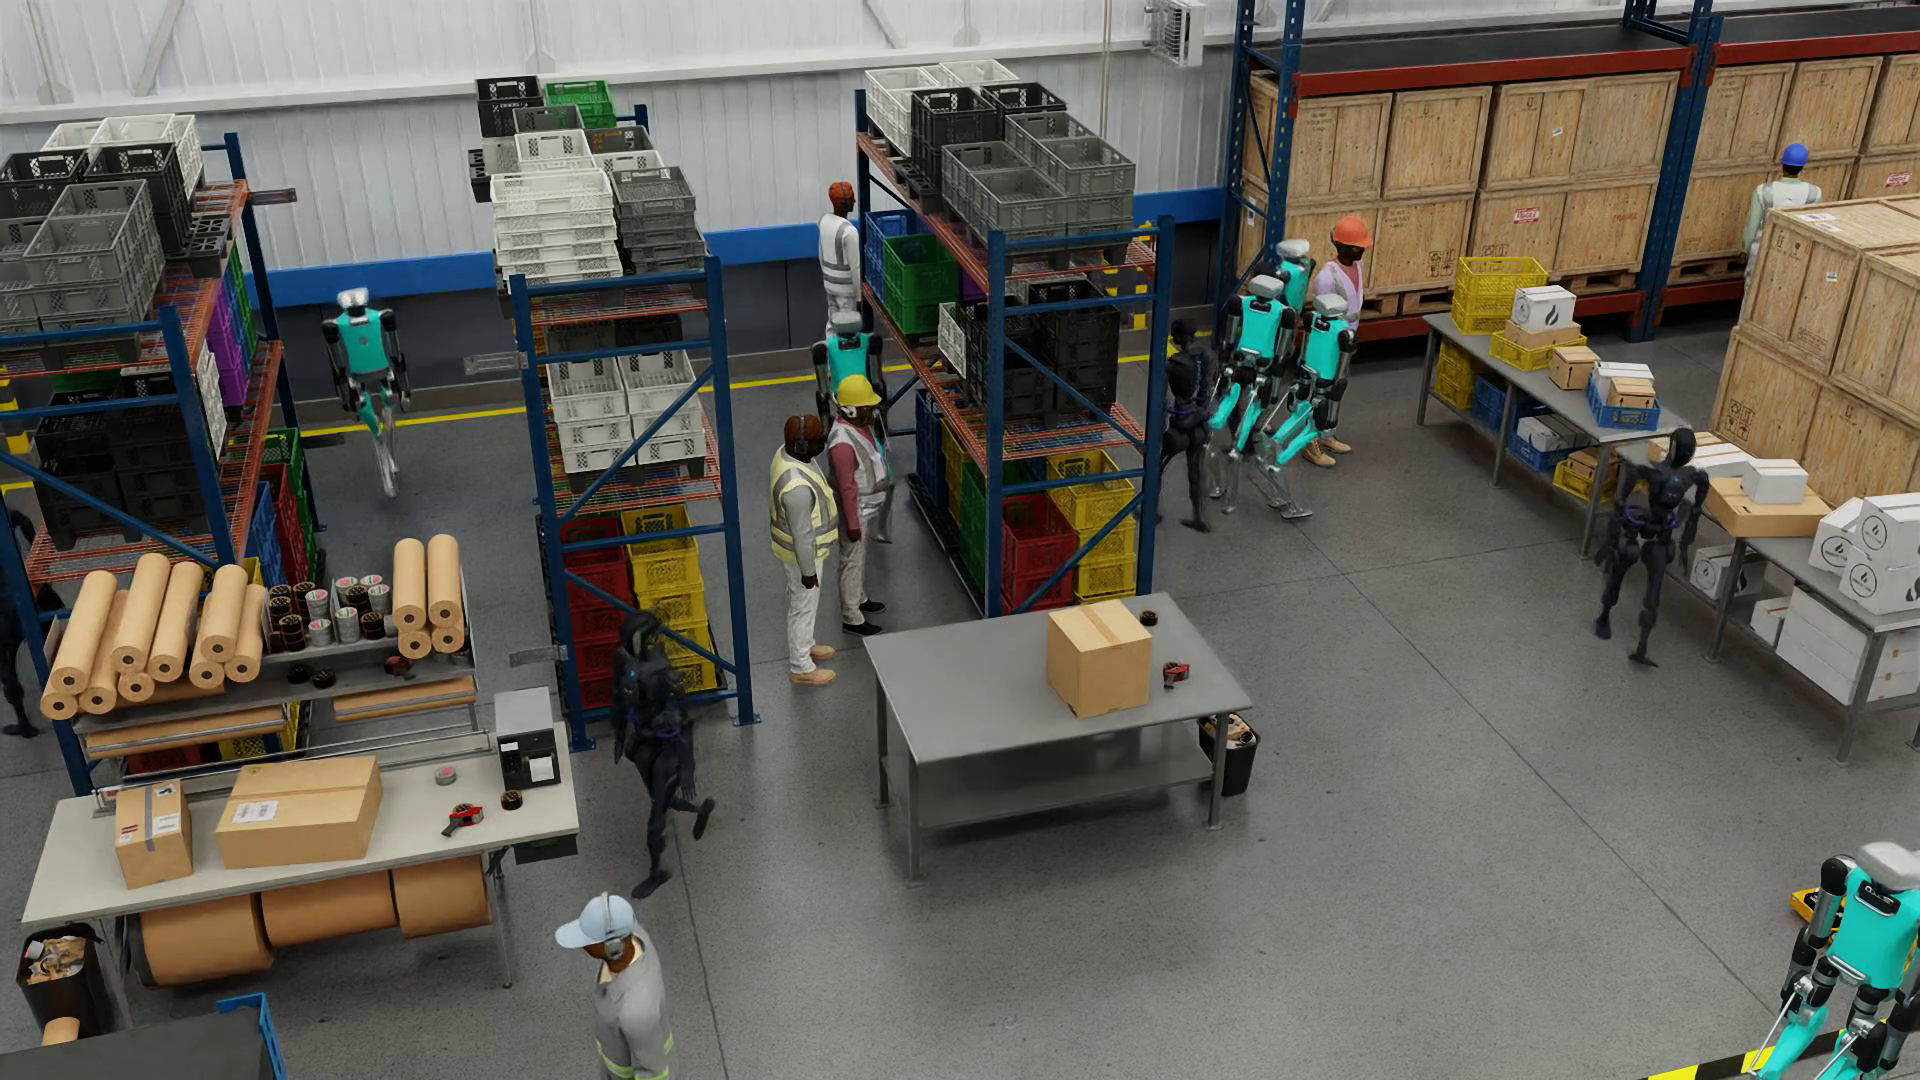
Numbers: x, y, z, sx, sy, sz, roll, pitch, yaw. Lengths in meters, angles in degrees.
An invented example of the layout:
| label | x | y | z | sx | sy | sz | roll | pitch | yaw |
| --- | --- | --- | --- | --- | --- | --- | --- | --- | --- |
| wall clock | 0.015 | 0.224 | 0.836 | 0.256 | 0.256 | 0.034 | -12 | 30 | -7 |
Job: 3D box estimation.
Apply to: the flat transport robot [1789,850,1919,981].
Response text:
| label | x | y | z | sx | sy | sz | roll | pitch | yaw |
| --- | --- | --- | --- | --- | --- | --- | --- | --- | --- |
| flat transport robot | 5.163 | 1.916 | 8.676 | 1.431 | 0.231 | 0.659 | -8 | 30 | -14 |

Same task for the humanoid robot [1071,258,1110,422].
| label | x | y | z | sx | sy | sz | roll | pitch | yaw |
| --- | --- | --- | --- | --- | --- | --- | --- | --- | --- |
| humanoid robot | 0.951 | -1.514 | 13.459 | 0.599 | 1.637 | 0.586 | -13 | 31 | -22 |

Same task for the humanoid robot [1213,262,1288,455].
| label | x | y | z | sx | sy | sz | roll | pitch | yaw |
| --- | --- | --- | --- | --- | --- | --- | --- | --- | --- |
| humanoid robot | 2.340 | -1.442 | 13.316 | 0.585 | 1.650 | 0.345 | -9 | 30 | -16 |

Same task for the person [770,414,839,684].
| label | x | y | z | sx | sy | sz | roll | pitch | yaw |
| --- | --- | --- | --- | --- | --- | --- | --- | --- | --- |
| person | -0.967 | 0.050 | 10.451 | 0.431 | 1.836 | 0.617 | -5 | 29 | -8 |

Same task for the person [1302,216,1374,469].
| label | x | y | z | sx | sy | sz | roll | pitch | yaw |
| --- | --- | --- | --- | --- | --- | --- | --- | --- | --- |
| person | 3.002 | -1.576 | 13.189 | 0.373 | 2.043 | 0.608 | 20 | 34 | 31 |

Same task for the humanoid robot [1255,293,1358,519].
| label | x | y | z | sx | sy | sz | roll | pitch | yaw |
| --- | --- | --- | --- | --- | --- | --- | --- | --- | --- |
| humanoid robot | 2.474 | -0.958 | 12.290 | 0.721 | 1.704 | 0.530 | -13 | 32 | -23 |

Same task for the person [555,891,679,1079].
| label | x | y | z | sx | sy | sz | roll | pitch | yaw |
| --- | --- | --- | --- | --- | --- | --- | --- | --- | --- |
| person | -1.321 | 2.139 | 6.626 | 0.396 | 1.850 | 0.597 | -9 | 30 | -16 |

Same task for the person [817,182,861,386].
| label | x | y | z | sx | sy | sz | roll | pitch | yaw |
| --- | --- | --- | --- | --- | --- | --- | --- | --- | --- |
| person | -1.002 | -2.190 | 14.471 | 0.356 | 1.882 | 0.573 | -20 | 34 | -32 |

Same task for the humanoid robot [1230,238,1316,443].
| label | x | y | z | sx | sy | sz | roll | pitch | yaw |
| --- | --- | --- | --- | --- | --- | --- | --- | --- | --- |
| humanoid robot | 2.456 | -1.666 | 13.600 | 0.714 | 1.733 | 0.535 | 22 | 36 | 34 |

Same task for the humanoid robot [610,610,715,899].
| label | x | y | z | sx | sy | sz | roll | pitch | yaw |
| --- | --- | --- | --- | --- | --- | --- | --- | --- | --- |
| humanoid robot | -1.562 | 1.059 | 8.807 | 0.609 | 1.631 | 0.728 | 20 | 34 | 31 |

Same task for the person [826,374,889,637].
| label | x | y | z | sx | sy | sz | roll | pitch | yaw |
| --- | --- | --- | --- | --- | --- | --- | --- | --- | --- |
| person | -0.669 | -0.238 | 10.968 | 0.404 | 1.834 | 0.586 | 2 | 29 | 4 |

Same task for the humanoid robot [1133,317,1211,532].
| label | x | y | z | sx | sy | sz | roll | pitch | yaw |
| --- | --- | --- | --- | --- | --- | --- | --- | --- | --- |
| humanoid robot | 1.617 | -0.859 | 12.270 | 0.601 | 1.643 | 0.560 | -25 | 38 | -38 |

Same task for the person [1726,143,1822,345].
| label | x | y | z | sx | sy | sz | roll | pitch | yaw |
| --- | --- | --- | --- | --- | --- | --- | --- | --- | --- |
| person | 7.472 | -2.664 | 15.266 | 0.602 | 1.949 | 0.391 | 6 | 29 | 10 |

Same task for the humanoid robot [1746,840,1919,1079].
| label | x | y | z | sx | sy | sz | roll | pitch | yaw |
| --- | --- | --- | --- | --- | --- | --- | --- | --- | --- |
| humanoid robot | 3.504 | 2.019 | 6.829 | 0.735 | 1.672 | 0.533 | -16 | 33 | -27 |

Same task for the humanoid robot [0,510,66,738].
| label | x | y | z | sx | sy | sz | roll | pitch | yaw |
| --- | --- | --- | --- | --- | --- | --- | --- | --- | --- |
| humanoid robot | -5.655 | 0.398 | 9.983 | 0.368 | 1.645 | 0.612 | 11 | 31 | 18 |

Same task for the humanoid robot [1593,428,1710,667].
| label | x | y | z | sx | sy | sz | roll | pitch | yaw |
| --- | --- | --- | --- | --- | --- | --- | --- | --- | --- |
| humanoid robot | 4.423 | 0.019 | 10.688 | 0.597 | 1.618 | 0.737 | 1 | 29 | 1 |

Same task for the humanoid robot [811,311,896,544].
| label | x | y | z | sx | sy | sz | roll | pitch | yaw |
| --- | --- | --- | --- | --- | --- | --- | --- | --- | --- |
| humanoid robot | -0.695 | -0.708 | 11.993 | 0.542 | 1.771 | 1.054 | -11 | 31 | -19 |

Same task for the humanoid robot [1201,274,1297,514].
| label | x | y | z | sx | sy | sz | roll | pitch | yaw |
| --- | --- | --- | --- | --- | --- | --- | --- | --- | --- |
| humanoid robot | 2.110 | -1.053 | 12.571 | 0.560 | 1.774 | 0.854 | 15 | 32 | 25 |

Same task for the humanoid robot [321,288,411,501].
| label | x | y | z | sx | sy | sz | roll | pitch | yaw |
| --- | --- | --- | --- | --- | --- | --- | --- | --- | --- |
| humanoid robot | -4.520 | -1.163 | 12.767 | 0.557 | 1.738 | 1.048 | -12 | 31 | -21 |
